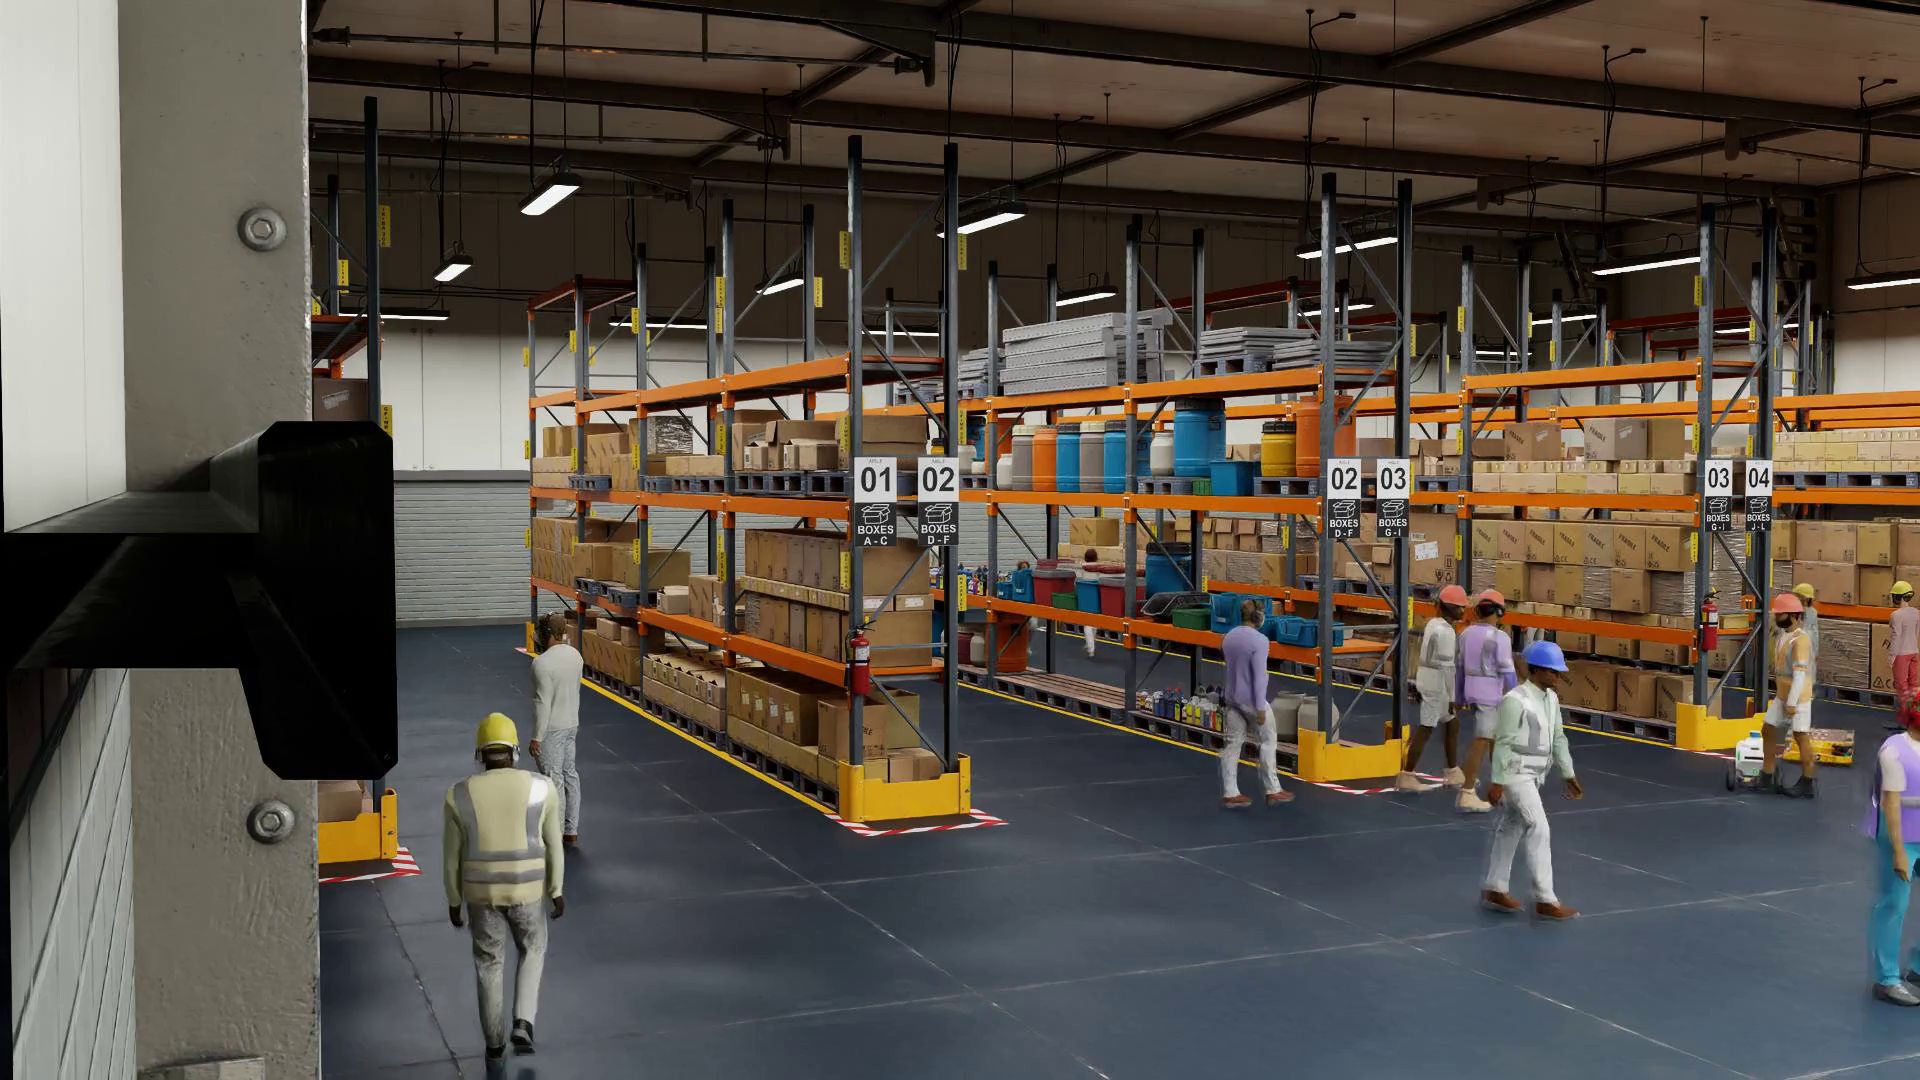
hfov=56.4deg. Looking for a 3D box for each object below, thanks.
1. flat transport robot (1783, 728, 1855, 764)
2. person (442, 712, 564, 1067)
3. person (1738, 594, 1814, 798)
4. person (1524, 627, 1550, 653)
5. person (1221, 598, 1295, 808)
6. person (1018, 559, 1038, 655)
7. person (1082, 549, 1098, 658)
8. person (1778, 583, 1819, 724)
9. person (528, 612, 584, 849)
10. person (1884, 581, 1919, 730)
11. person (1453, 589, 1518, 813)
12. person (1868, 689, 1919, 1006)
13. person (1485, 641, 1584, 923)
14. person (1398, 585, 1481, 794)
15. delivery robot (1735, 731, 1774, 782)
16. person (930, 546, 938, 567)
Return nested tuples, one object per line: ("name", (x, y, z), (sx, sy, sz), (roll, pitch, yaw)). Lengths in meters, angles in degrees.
("flat transport robot", (9.294, 2.203, 19.361), (0.652, 0.197, 1.431), (1, 3, 28))
("person", (-2.370, 1.804, 9.304), (0.618, 1.816, 0.417), (-1, 2, -13))
("person", (7.691, 1.467, 16.866), (0.780, 1.913, 0.571), (0, 2, 2))
("person", (8.419, 1.249, 26.209), (0.498, 1.633, 0.285), (-1, 2, -29))
("person", (2.737, 1.485, 16.413), (0.830, 1.910, 0.662), (-1, 2, -28))
("person", (1.060, 1.128, 29.447), (0.541, 1.626, 0.375), (-1, 2, -17))
("person", (2.144, 1.037, 29.710), (0.620, 1.797, 0.963), (-1, 2, -15))
("person", (10.195, 1.372, 21.864), (0.503, 1.716, 0.504), (0, 2, -8))
("person", (-3.283, 1.548, 14.487), (0.373, 1.940, 0.628), (1, 2, 16))
("person", (11.201, 1.371, 21.298), (0.522, 1.769, 0.318), (-1, 3, -33))
("person", (4.882, 1.452, 16.285), (0.930, 1.987, 0.685), (-1, 2, -17))
("person", (5.506, 1.767, 10.294), (0.590, 1.825, 0.536), (-1, 2, -25))
("person", (3.988, 1.648, 12.306), (0.864, 1.901, 0.614), (2, 3, 39))
("person", (4.620, 1.423, 17.072), (0.942, 1.984, 0.628), (0, 2, 5))
("delivery robot", (7.703, 2.094, 17.357), (0.477, 0.478, 0.707), (1, 2, 24))
("person", (-0.488, 0.752, 34.696), (0.407, 1.986, 0.619), (2, 3, 39))
